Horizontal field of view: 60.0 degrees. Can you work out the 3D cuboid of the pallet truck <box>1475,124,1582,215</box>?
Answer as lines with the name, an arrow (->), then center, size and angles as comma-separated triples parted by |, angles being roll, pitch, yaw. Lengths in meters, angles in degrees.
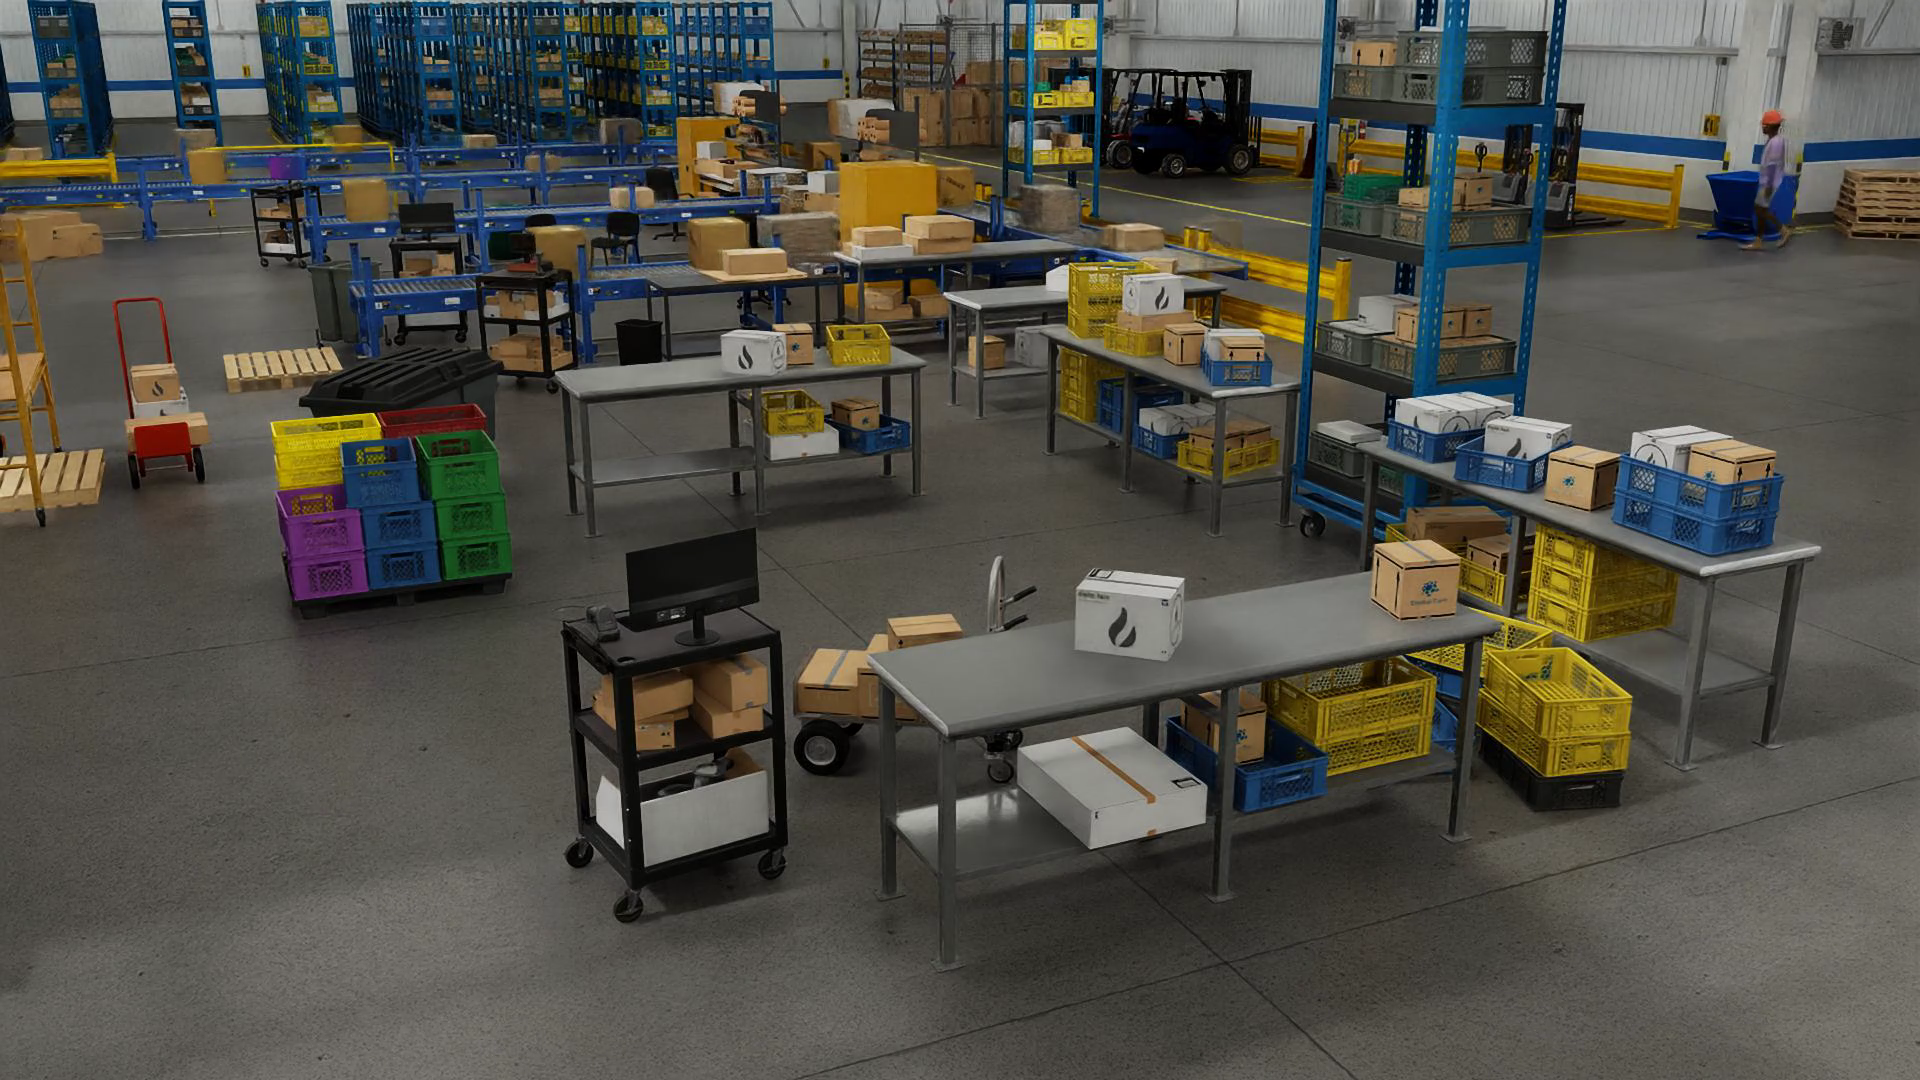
pallet truck -> 9.707, -6.455, 28.103 | 1.885, 1.965, 0.823 | -7, 19, -20

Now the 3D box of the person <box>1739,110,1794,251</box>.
person -> 11.715, -5.160, 23.979 | 0.607, 2.022, 0.608 | 5, 18, 14

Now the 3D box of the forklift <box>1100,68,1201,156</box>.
forklift -> 4.082, -9.564, 37.410 | 2.680, 1.987, 1.157 | -8, 19, -23

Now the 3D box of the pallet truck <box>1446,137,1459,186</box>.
pallet truck -> 9.184, -6.485, 29.328 | 1.630, 1.274, 0.653 | -8, 19, -23

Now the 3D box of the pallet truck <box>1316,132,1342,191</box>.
pallet truck -> 7.723, -7.504, 32.656 | 1.601, 1.201, 0.680 | -8, 19, -23

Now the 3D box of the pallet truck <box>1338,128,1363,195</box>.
pallet truck -> 7.845, -7.140, 31.411 | 1.522, 1.261, 0.704 | -9, 20, -25

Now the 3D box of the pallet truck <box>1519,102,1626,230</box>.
pallet truck -> 9.972, -6.037, 26.785 | 1.885, 1.965, 0.823 | -9, 20, -25

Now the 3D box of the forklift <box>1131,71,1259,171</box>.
forklift -> 4.998, -8.936, 35.413 | 2.680, 1.987, 1.157 | -9, 20, -25
